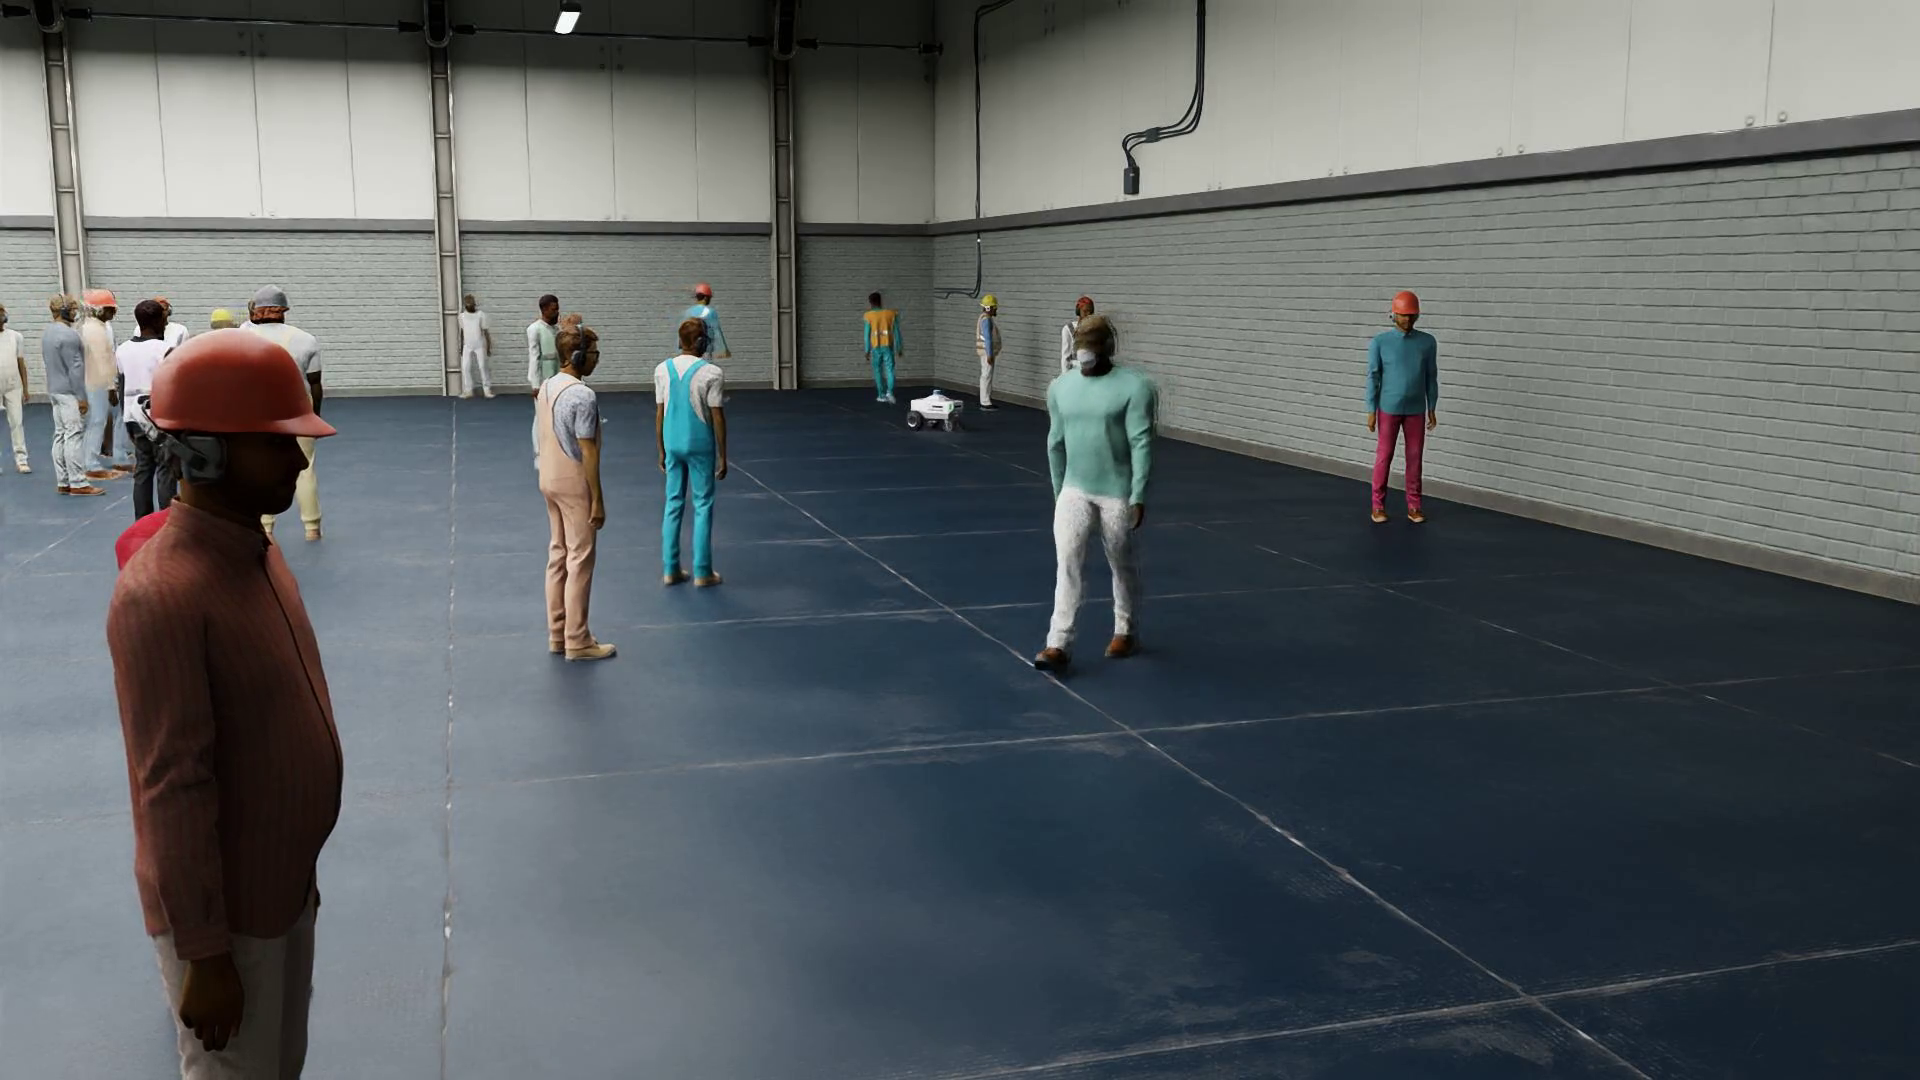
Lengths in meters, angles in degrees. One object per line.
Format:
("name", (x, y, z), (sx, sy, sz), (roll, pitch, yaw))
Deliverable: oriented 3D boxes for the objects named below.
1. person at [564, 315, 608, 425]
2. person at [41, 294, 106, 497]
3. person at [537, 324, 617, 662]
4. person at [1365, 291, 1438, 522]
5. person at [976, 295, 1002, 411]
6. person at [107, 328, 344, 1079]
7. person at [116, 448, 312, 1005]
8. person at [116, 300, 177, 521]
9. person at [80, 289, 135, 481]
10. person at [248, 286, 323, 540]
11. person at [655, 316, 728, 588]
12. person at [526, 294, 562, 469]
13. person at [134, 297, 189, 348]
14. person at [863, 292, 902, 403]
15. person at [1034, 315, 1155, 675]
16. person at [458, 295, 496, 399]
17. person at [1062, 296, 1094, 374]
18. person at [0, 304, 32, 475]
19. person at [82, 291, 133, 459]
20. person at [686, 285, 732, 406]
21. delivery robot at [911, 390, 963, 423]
("person", (-5.499, -2.396, 23.557), (0.893, 1.582, 0.504), (-5, 10, -30))
("person", (-8.518, -1.376, 15.912), (0.632, 1.940, 0.372), (8, 12, 40))
("person", (-2.101, -0.249, 9.058), (0.352, 1.837, 0.512), (-8, 12, -41))
("person", (3.773, -1.125, 14.199), (0.617, 1.981, 0.405), (-1, 9, -5))
("person", (0.464, -2.970, 26.416), (0.404, 1.831, 0.600), (-1, 9, -4))
("person", (-1.271, 0.623, 2.984), (0.390, 1.991, 0.624), (-1, 9, -9))
("person", (-2.069, 0.486, 4.674), (0.574, 1.738, 0.355), (4, 10, 26))
("person", (-6.274, -0.903, 12.955), (0.595, 1.918, 0.386), (3, 10, 21))
("person", (-8.768, -1.599, 17.213), (0.724, 1.966, 0.663), (-5, 10, -27))
("person", (-5.407, -0.996, 13.163), (0.683, 2.000, 0.536), (-4, 10, -24))
("person", (-1.806, -0.586, 11.216), (0.519, 1.835, 0.350), (3, 9, 18))
("person", (-4.534, -1.731, 18.250), (0.373, 1.914, 0.596), (3, 9, 16))
("person", (-8.957, -1.790, 18.731), (0.574, 1.883, 0.356), (-7, 11, -37))
("person", (-1.300, -3.239, 28.039), (0.672, 1.863, 0.927), (-2, 9, -11))
("person", (0.717, -0.240, 8.832), (0.650, 1.886, 1.019), (5, 10, 27))
("person", (-8.438, -3.352, 28.979), (0.587, 1.814, 0.567), (1, 9, 4))
("person", (1.462, -1.924, 19.618), (0.584, 1.878, 0.369), (-5, 10, -29))
("person", (-10.191, -1.601, 17.679), (0.506, 1.840, 0.339), (-8, 12, -42))
("person", (-9.922, -1.919, 19.286), (0.617, 1.964, 0.361), (8, 12, 41))
("person", (-3.977, -3.020, 26.237), (0.622, 1.988, 1.019), (8, 12, 41))
("delivery robot", (-0.315, -1.815, 22.814), (0.707, 0.478, 0.477), (6, 11, 33))
